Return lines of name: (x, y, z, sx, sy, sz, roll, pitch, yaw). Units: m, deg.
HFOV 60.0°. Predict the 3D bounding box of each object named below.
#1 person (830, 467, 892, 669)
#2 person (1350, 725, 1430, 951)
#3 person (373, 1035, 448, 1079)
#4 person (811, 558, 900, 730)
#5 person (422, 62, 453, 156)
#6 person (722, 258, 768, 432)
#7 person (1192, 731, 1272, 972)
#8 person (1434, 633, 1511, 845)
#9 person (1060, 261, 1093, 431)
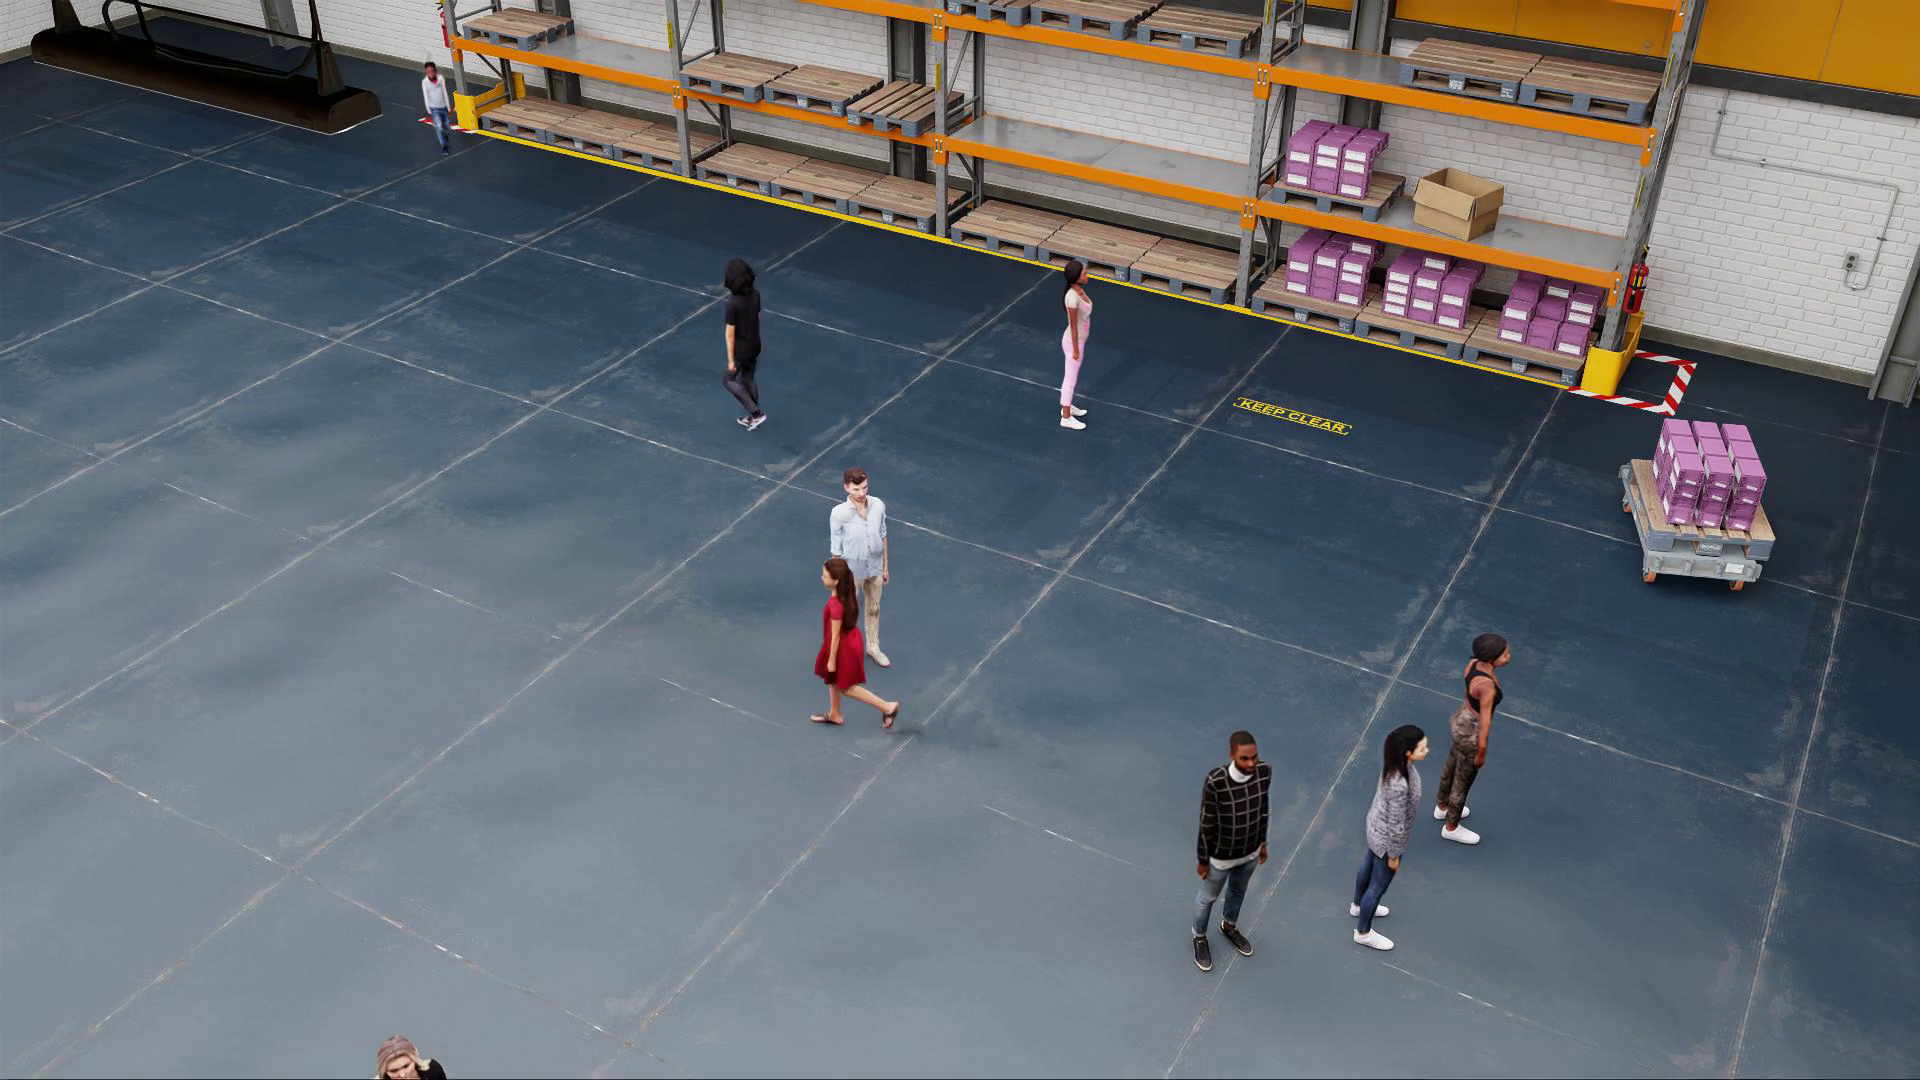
person: (-0.784, 0.230, 13.081, 0.734, 1.848, 0.724, -18, 38, -25)
person: (2.756, 1.871, 10.718, 0.660, 1.731, 0.690, 4, 34, 6)
person: (-2.826, 3.207, 8.748, 0.685, 1.686, 0.666, -22, 40, -30)
person: (-0.810, 0.817, 12.480, 1.004, 1.535, 0.796, 3, 34, 5)
person: (-7.213, -6.013, 23.020, 0.765, 1.243, 0.891, -14, 36, -20)
person: (-2.057, -1.855, 16.246, 0.716, 1.816, 0.683, 22, 40, 30)
person: (1.715, 1.926, 10.553, 0.743, 1.821, 0.768, -13, 36, -19)
person: (3.544, 1.342, 11.542, 0.671, 1.699, 0.656, 2, 34, 3)
person: (1.129, -1.951, 16.459, 0.637, 1.741, 0.641, 4, 34, 6)
